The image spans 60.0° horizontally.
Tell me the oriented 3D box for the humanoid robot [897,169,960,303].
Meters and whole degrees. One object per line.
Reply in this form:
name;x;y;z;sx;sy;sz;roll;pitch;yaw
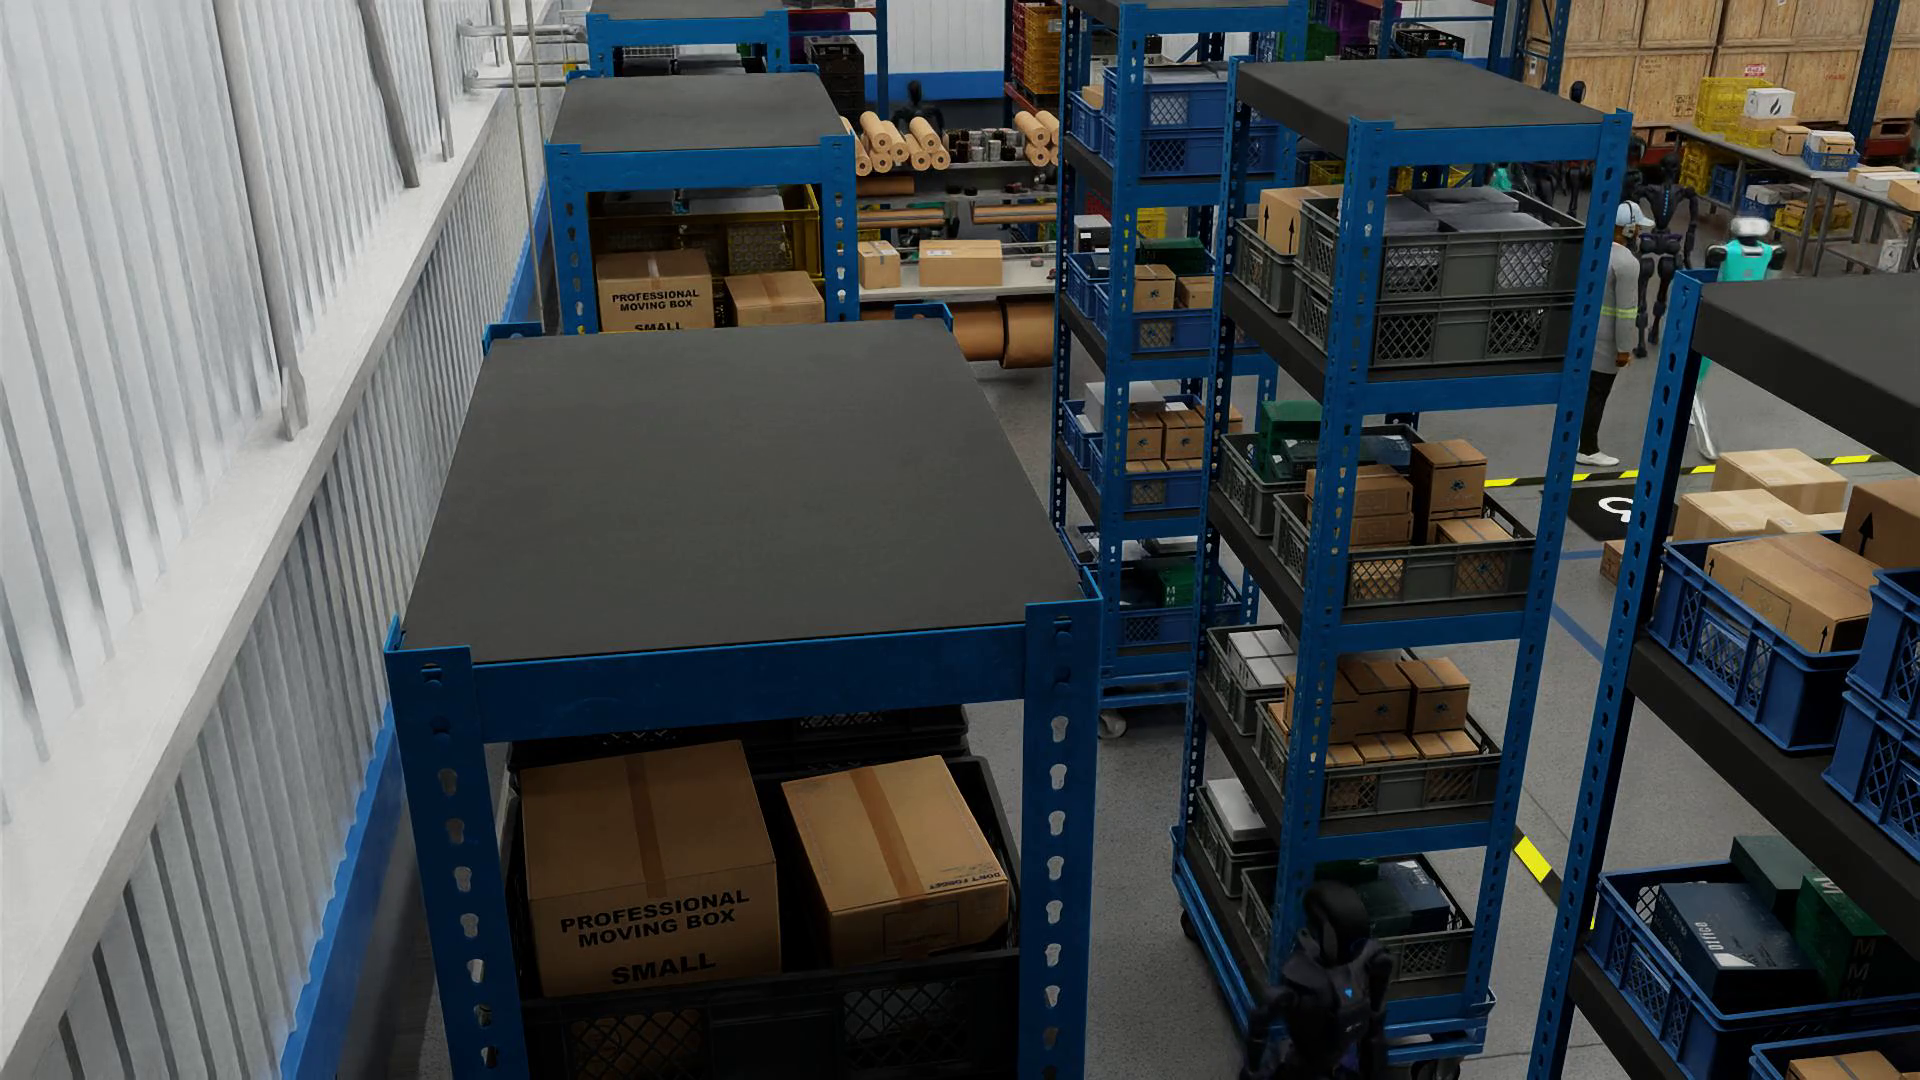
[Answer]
humanoid robot;-0.341;-2.211;13.420;0.541;1.820;0.805;10;27;21

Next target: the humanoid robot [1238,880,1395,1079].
humanoid robot;1.062;1.702;4.944;0.588;1.631;0.744;-15;29;-29

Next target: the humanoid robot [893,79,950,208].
humanoid robot;-0.394;-3.903;17.134;0.609;1.657;0.321;-2;25;-5

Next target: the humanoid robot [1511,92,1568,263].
humanoid robot;5.691;-3.547;16.312;0.593;1.647;0.386;-4;25;-9

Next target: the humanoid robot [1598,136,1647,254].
humanoid robot;5.644;-2.664;14.404;0.477;1.638;0.598;-2;25;-4

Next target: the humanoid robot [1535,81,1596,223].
humanoid robot;6.190;-3.831;16.938;0.584;1.651;0.329;8;26;17

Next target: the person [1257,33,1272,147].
person;3.458;-5.078;19.406;0.355;1.882;0.573;10;27;21

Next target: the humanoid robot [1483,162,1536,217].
humanoid robot;5.340;-3.520;16.242;0.534;1.801;0.819;-14;28;-28

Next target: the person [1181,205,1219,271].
person;2.349;-3.409;15.842;0.431;1.835;0.622;-13;28;-26

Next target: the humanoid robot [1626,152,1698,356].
humanoid robot;5.786;-2.395;13.846;0.602;1.634;0.723;6;25;13

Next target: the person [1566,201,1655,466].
person;4.479;-1.428;11.508;0.395;1.850;0.597;-5;25;-11

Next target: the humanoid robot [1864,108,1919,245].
humanoid robot;9.396;-3.664;16.584;0.552;1.826;0.908;-6;25;-12

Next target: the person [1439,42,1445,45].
person;4.794;-4.103;17.106;0.604;2.036;0.379;9;26;19

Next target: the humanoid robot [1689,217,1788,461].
humanoid robot;5.377;-1.496;11.875;0.537;1.769;1.047;1;25;2
